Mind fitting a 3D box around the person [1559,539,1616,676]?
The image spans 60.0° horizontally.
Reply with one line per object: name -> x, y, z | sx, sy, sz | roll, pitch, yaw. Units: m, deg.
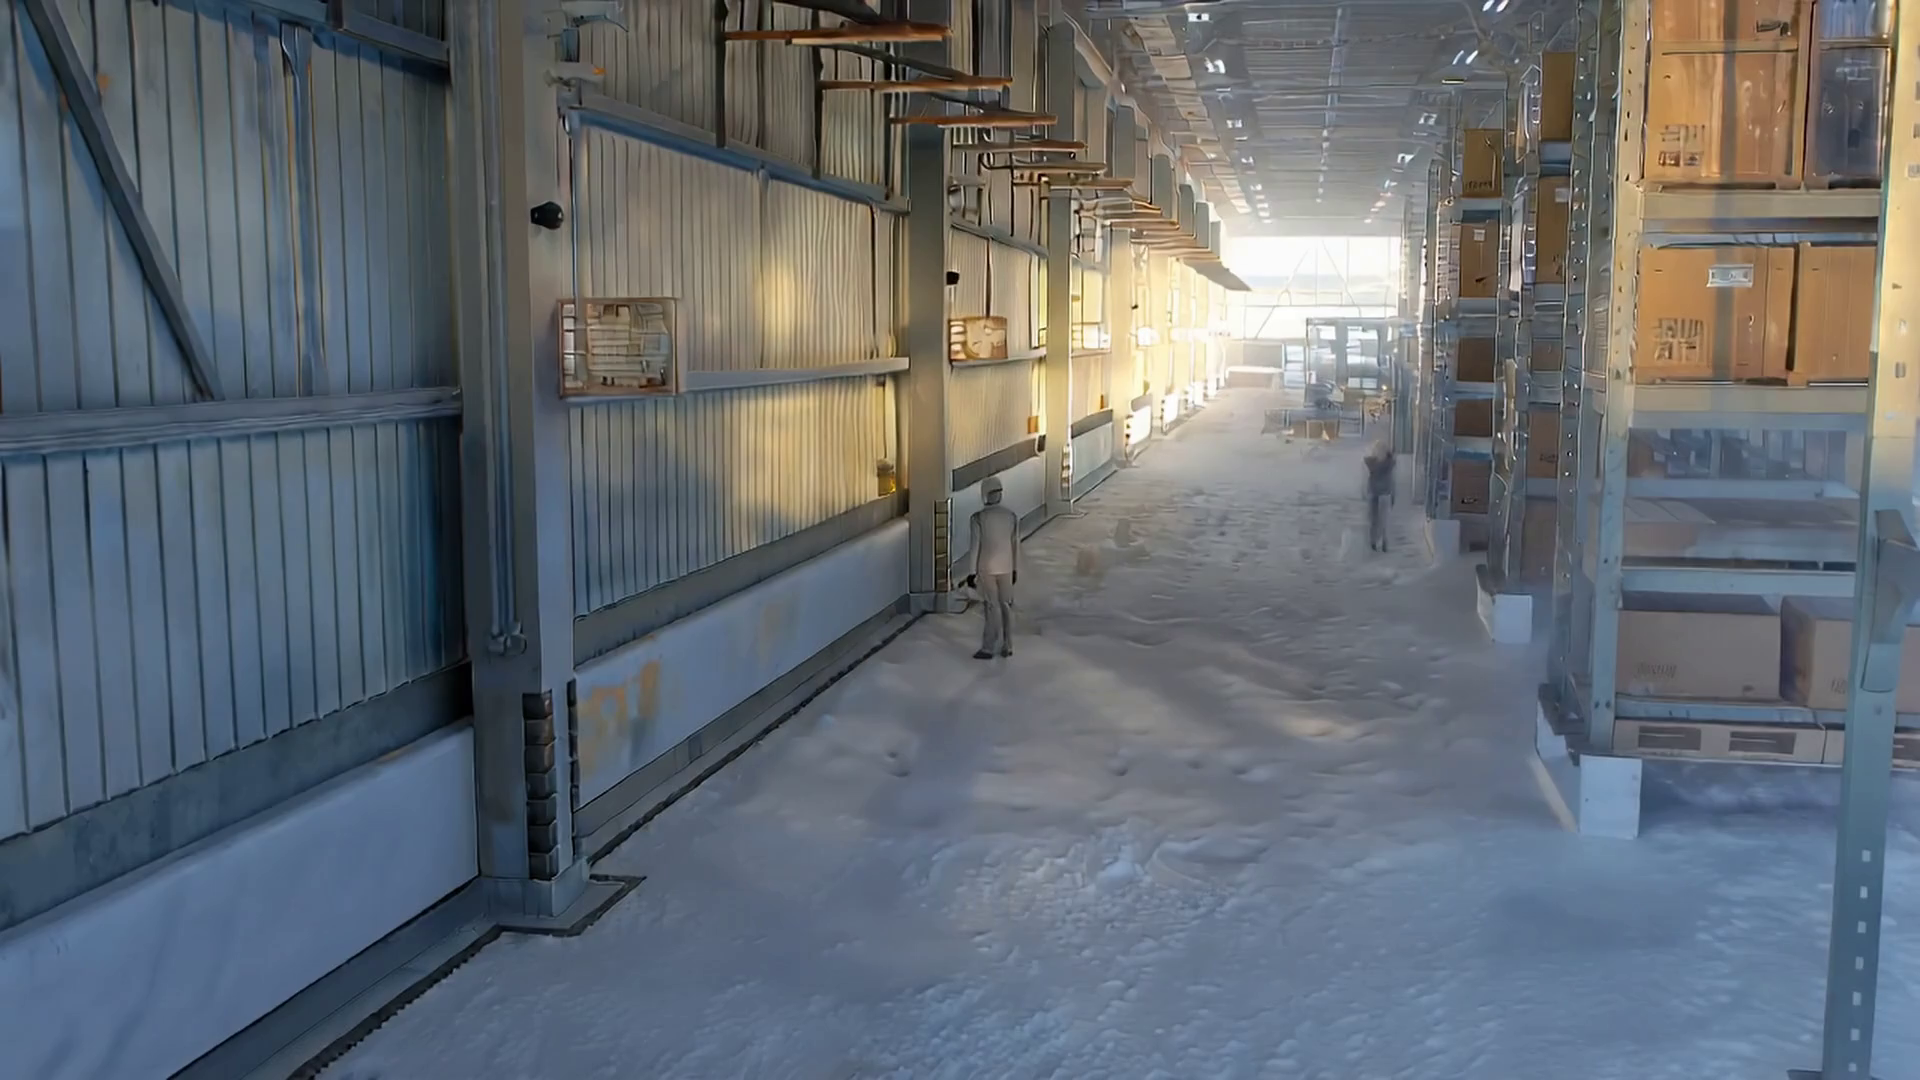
person -> 5.111, 0.483, 13.132 | 0.825, 1.962, 0.652 | 0, 7, -3

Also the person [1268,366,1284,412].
person -> 12.054, -5.731, 63.441 | 0.586, 1.823, 0.572 | 0, 7, -2

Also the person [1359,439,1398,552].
person -> 5.890, -0.618, 23.426 | 0.520, 1.600, 0.841 | 2, 7, 14

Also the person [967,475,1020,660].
person -> 0.300, 0.259, 15.800 | 0.573, 1.746, 0.345 | -4, 8, -32
